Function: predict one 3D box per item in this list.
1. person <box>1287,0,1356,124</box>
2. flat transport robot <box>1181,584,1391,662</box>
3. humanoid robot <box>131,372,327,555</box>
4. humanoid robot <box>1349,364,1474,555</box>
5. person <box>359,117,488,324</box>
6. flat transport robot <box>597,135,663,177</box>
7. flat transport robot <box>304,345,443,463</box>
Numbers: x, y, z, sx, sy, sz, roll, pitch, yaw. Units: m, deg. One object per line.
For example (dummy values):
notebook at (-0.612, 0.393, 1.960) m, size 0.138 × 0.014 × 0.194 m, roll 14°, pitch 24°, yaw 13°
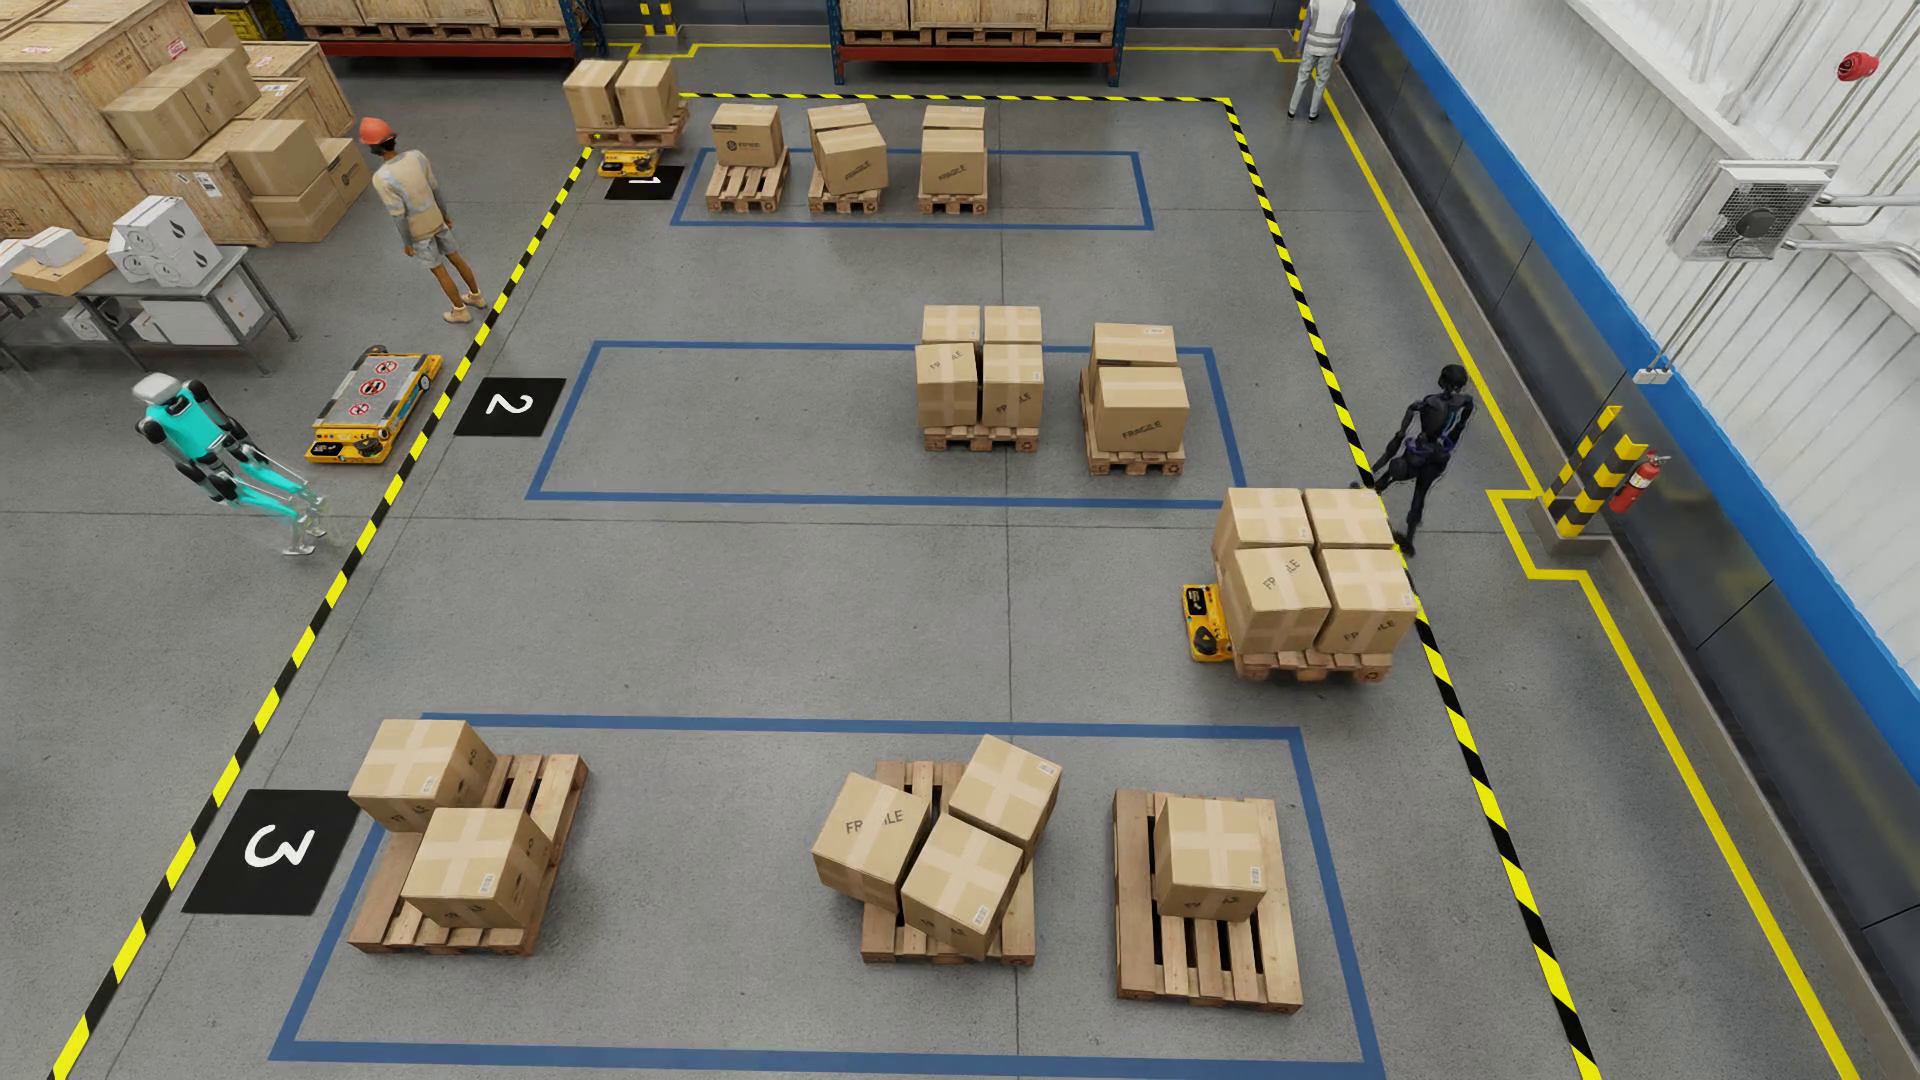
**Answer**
person at (4.586, -6.256, 11.636) m, size 0.599 × 1.830 × 0.404 m, roll 16°, pitch 52°, yaw 13°
flat transport robot at (2.427, 0.590, 6.850) m, size 1.431 × 0.197 × 0.652 m, roll 1°, pitch 50°, yaw 1°
humanoid robot at (-5.190, -0.497, 6.737) m, size 0.735 × 1.677 × 0.533 m, roll 8°, pitch 50°, yaw 7°
humanoid robot at (3.521, -0.663, 7.031) m, size 0.585 × 1.620 × 0.778 m, roll -8°, pitch 50°, yaw -7°
person at (-5.136, -3.006, 8.751) m, size 0.387 × 2.039 × 0.614 m, roll 14°, pitch 51°, yaw 12°
flat transport robot at (-4.093, -5.047, 11.619) m, size 0.652 × 0.197 × 1.431 m, roll 1°, pitch 50°, yaw 1°
flat transport robot at (-5.383, -1.269, 8.441) m, size 0.659 × 0.231 × 1.431 m, roll 1°, pitch 50°, yaw 1°
